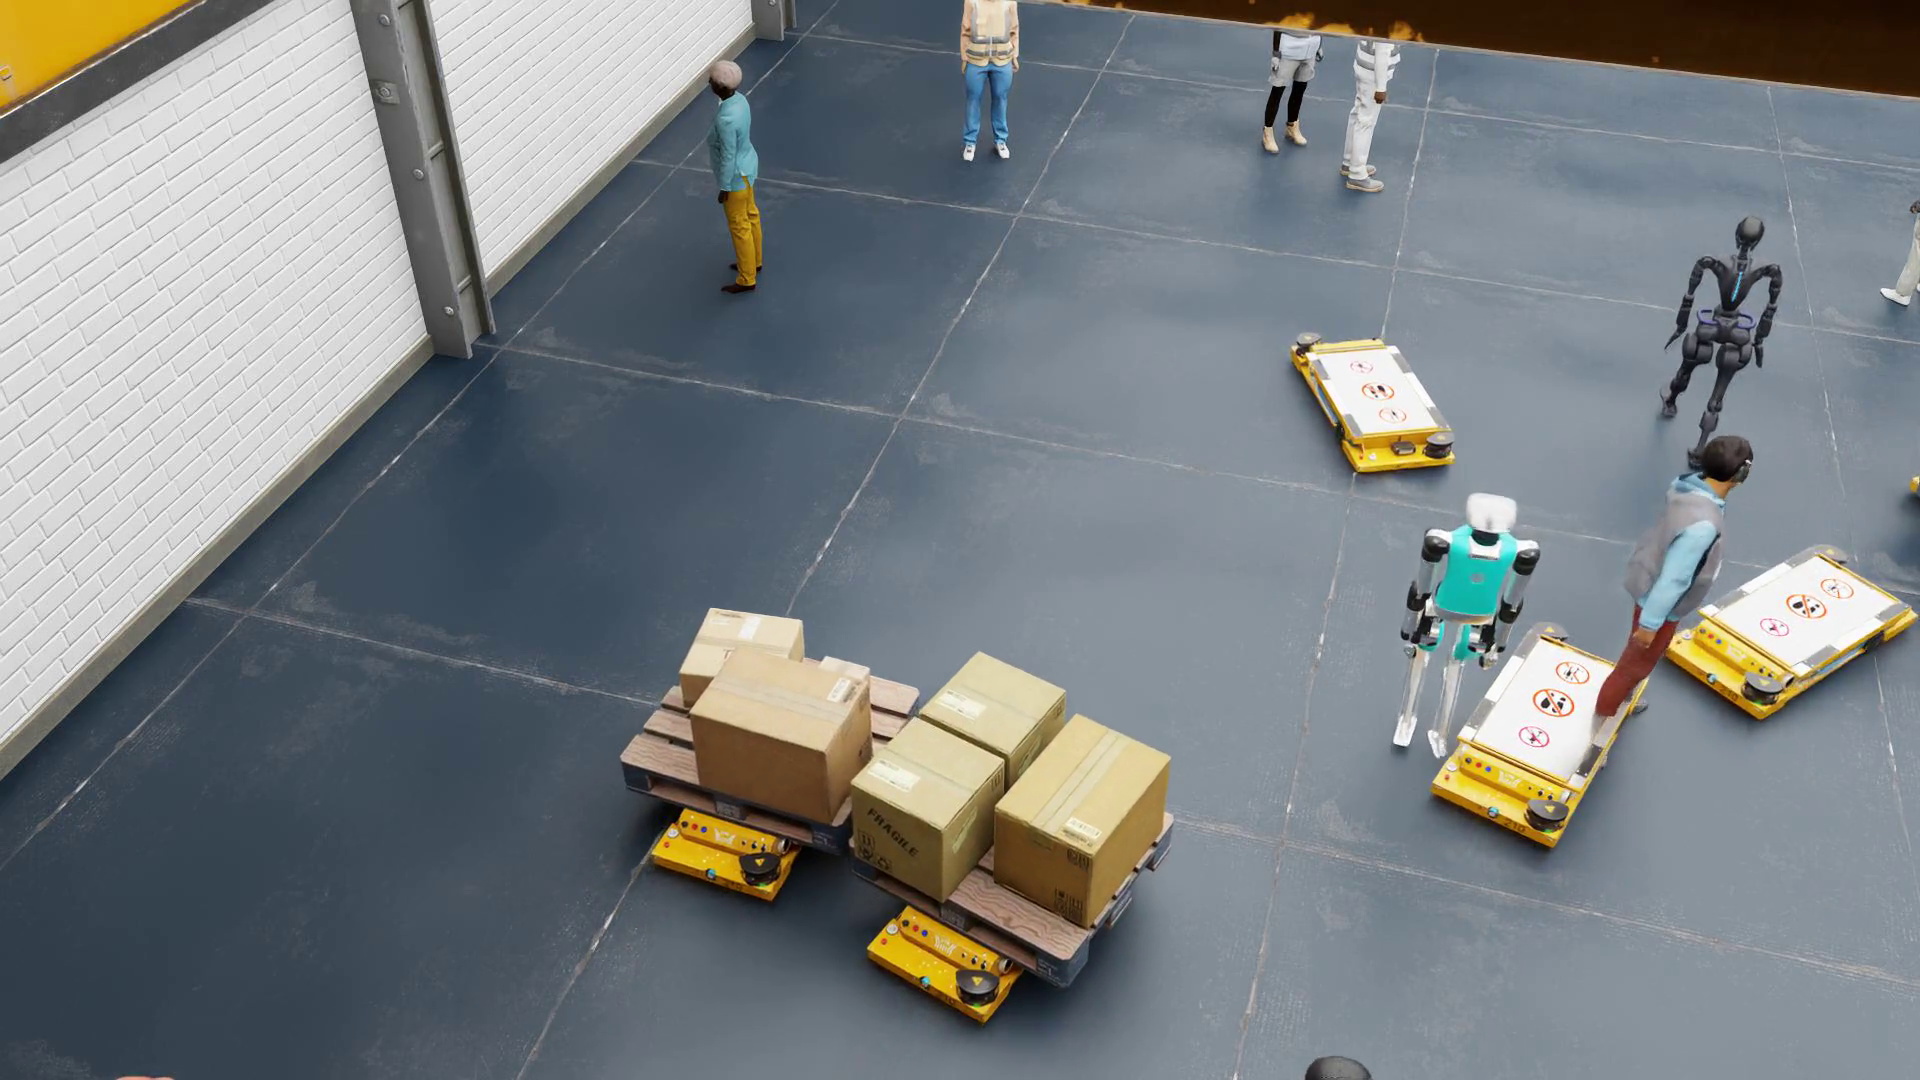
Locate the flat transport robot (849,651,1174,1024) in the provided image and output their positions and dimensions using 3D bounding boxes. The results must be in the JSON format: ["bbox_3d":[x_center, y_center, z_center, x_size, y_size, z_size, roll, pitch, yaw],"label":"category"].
[{"bbox_3d":[0.234,1.622,7.987,0.659,0.231,1.431,23,44,26],"label":"flat transport robot"}]

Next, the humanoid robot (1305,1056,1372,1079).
[{"bbox_3d":[1.366,2.339,5.976,0.449,1.647,0.605,0,39,0],"label":"humanoid robot"}]

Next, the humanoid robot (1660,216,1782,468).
[{"bbox_3d":[4.831,-1.327,10.563,0.588,1.620,0.795,11,40,13],"label":"humanoid robot"}]

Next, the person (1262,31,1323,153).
[{"bbox_3d":[2.827,-4.095,13.956,0.538,1.695,0.318,-17,42,-20],"label":"person"}]

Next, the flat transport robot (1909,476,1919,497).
[{"bbox_3d":[6.580,-0.055,10.073,0.659,0.231,1.431,-14,41,-17],"label":"flat transport robot"}]

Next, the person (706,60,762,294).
[{"bbox_3d":[-1.649,-2.646,12.108,0.341,1.758,0.523,4,39,5],"label":"person"}]

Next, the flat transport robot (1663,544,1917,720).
[{"bbox_3d":[4.702,0.492,9.392,1.431,0.231,0.659,-23,44,-26],"label":"flat transport robot"}]

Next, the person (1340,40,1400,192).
[{"bbox_3d":[3.345,-3.748,13.380,0.356,1.882,0.572,1,39,2],"label":"person"}]

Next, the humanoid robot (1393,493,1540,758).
[{"bbox_3d":[2.476,0.382,8.356,0.536,1.784,0.761,7,39,9],"label":"humanoid robot"}]

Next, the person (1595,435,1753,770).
[{"bbox_3d":[3.519,0.323,8.344,0.413,1.847,0.713,15,41,18],"label":"person"}]

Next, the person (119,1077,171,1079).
[{"bbox_3d":[-2.558,2.440,5.638,0.542,1.939,0.361,12,40,14],"label":"person"}]

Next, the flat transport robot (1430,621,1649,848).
[{"bbox_3d":[3.087,0.989,8.775,0.659,0.231,1.431,24,45,27],"label":"flat transport robot"}]

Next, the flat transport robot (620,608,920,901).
[{"bbox_3d":[-0.947,1.185,8.531,0.659,0.231,1.431,14,41,17],"label":"flat transport robot"}]

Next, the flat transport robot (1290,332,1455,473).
[{"bbox_3d":[2.760,-0.955,11.192,0.659,0.231,1.431,-5,39,-7],"label":"flat transport robot"}]

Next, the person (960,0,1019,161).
[{"bbox_3d":[0.242,-4.006,13.828,0.485,1.722,0.377,-3,39,-4],"label":"person"}]

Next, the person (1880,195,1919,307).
[{"bbox_3d":[7.098,-2.443,11.948,0.522,1.638,0.308,-7,39,-8],"label":"person"}]
